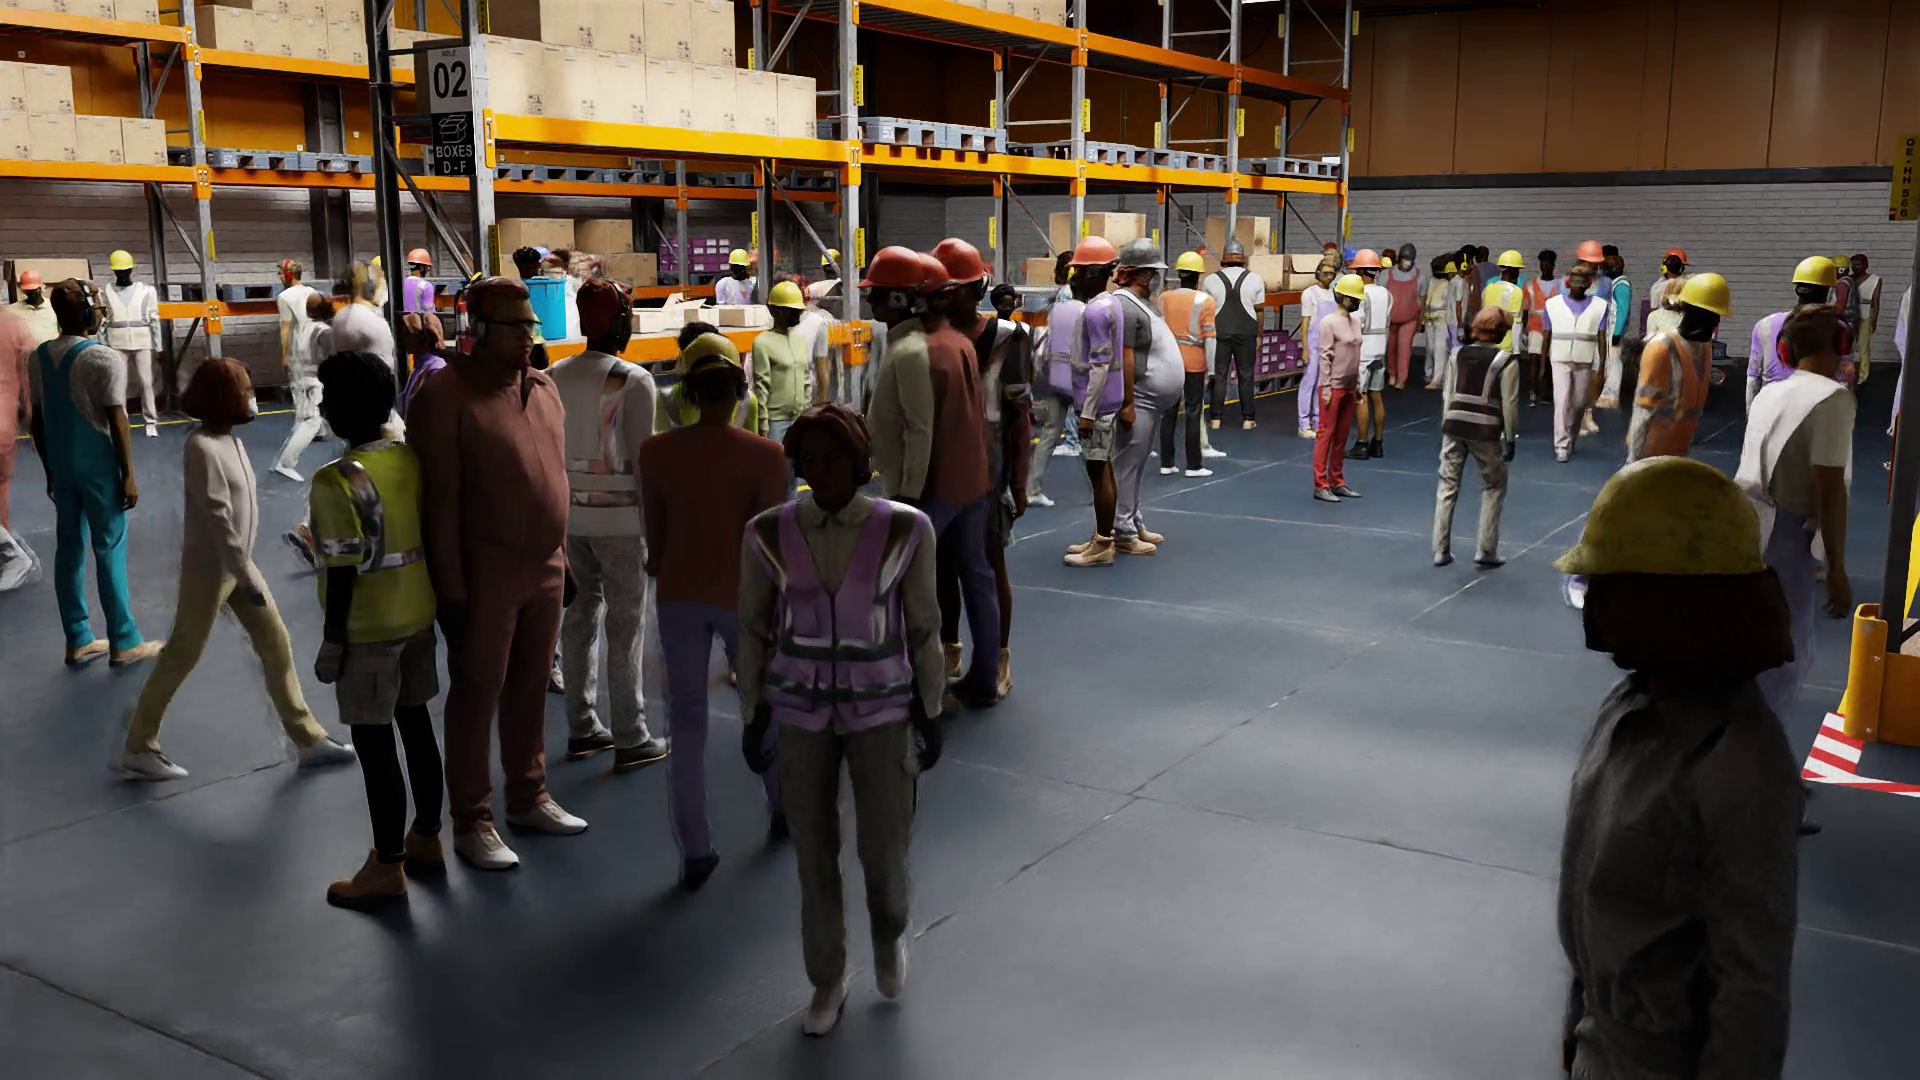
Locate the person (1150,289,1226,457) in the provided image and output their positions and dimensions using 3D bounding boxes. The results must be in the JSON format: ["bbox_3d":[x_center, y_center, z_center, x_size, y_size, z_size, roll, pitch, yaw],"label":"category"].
[{"bbox_3d":[2.039,-1.554,15.472,0.819,1.599,0.510,-1,10,-6],"label":"person"}]

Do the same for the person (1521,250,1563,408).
[{"bbox_3d":[7.164,-2.581,20.336,0.615,1.918,0.976,4,11,21],"label":"person"}]

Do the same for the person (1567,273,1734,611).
[{"bbox_3d":[3.738,-0.498,8.912,0.650,1.863,0.929,-9,13,-40],"label":"person"}]

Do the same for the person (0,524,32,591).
[{"bbox_3d":[-5.708,-0.576,9.327,0.603,1.907,0.889,5,12,28],"label":"person"}]

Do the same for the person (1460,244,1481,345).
[{"bbox_3d":[8.132,-3.744,26.622,0.372,1.958,0.599,7,12,34],"label":"person"}]

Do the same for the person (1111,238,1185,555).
[{"bbox_3d":[1.188,-0.935,10.810,0.538,2.000,0.690,3,11,15],"label":"person"}]

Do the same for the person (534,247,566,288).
[{"bbox_3d":[-4.515,-2.215,18.159,0.406,1.947,0.606,3,11,16],"label":"person"}]

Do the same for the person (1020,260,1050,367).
[{"bbox_3d":[1.127,-3.592,26.468,0.884,1.708,0.576,-8,13,-36],"label":"person"}]

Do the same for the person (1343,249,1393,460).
[{"bbox_3d":[3.733,-1.707,15.373,0.548,1.937,0.379,-8,13,-39],"label":"person"}]

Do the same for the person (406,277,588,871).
[{"bbox_3d":[-1.475,0.100,5.456,0.402,1.904,0.652,5,11,25],"label":"person"}]

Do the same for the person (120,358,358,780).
[{"bbox_3d":[-2.781,0.113,6.242,0.860,1.592,0.495,-1,10,-5],"label":"person"}]

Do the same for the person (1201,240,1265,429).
[{"bbox_3d":[2.933,-2.216,17.909,0.674,2.000,0.535,2,10,10],"label":"person"}]

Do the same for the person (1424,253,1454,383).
[{"bbox_3d":[6.820,-3.126,23.524,0.509,1.839,0.339,2,10,12],"label":"person"}]

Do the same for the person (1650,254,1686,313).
[{"bbox_3d":[8.107,-2.327,19.036,0.510,1.860,0.333,0,10,2],"label":"person"}]

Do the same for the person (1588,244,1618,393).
[{"bbox_3d":[8.340,-2.825,21.490,0.361,1.964,0.617,0,10,1],"label":"person"}]

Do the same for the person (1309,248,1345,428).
[{"bbox_3d":[3.945,-2.135,17.744,0.364,1.939,0.636,-4,11,-20],"label":"person"}]

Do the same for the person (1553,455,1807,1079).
[{"bbox_3d":[0.946,0.749,2.313,0.321,1.741,0.491,0,10,2],"label":"person"}]

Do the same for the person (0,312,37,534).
[{"bbox_3d":[-5.785,-0.650,9.706,0.637,1.867,0.766,8,13,36],"label":"person"}]

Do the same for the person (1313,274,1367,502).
[{"bbox_3d":[2.976,-1.179,12.948,0.326,1.761,0.523,10,14,43],"label":"person"}]

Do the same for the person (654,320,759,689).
[{"bbox_3d":[-1.199,-0.192,7.740,0.543,1.669,0.753,-3,11,-16],"label":"person"}]

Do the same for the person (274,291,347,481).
[{"bbox_3d":[-5.419,-1.296,14.068,0.873,1.606,0.523,-6,12,-30],"label":"person"}]

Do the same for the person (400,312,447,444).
[{"bbox_3d":[-2.921,-0.445,9.235,0.312,1.633,0.519,-5,11,-27],"label":"person"}]

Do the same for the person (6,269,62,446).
[{"bbox_3d":[-9.073,-1.795,16.420,0.574,1.738,0.354,-5,11,-25],"label":"person"}]

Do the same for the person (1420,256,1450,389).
[{"bbox_3d":[6.633,-2.988,22.848,0.775,1.823,0.624,-6,12,-31],"label":"person"}]

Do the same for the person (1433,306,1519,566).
[{"bbox_3d":[3.193,-0.629,10.276,0.435,1.609,0.515,-8,13,-38],"label":"person"}]

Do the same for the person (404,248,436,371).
[{"bbox_3d":[-6.123,-2.328,18.858,0.549,1.927,0.393,5,12,28],"label":"person"}]

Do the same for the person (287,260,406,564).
[{"bbox_3d":[-3.684,-0.758,10.232,0.899,1.911,0.641,-9,14,-41],"label":"person"}]

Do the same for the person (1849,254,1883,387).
[{"bbox_3d":[12.422,-3.031,23.014,0.408,1.829,0.586,-7,12,-33],"label":"person"}]

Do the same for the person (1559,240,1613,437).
[{"bbox_3d":[6.460,-2.067,17.132,0.621,2.020,0.446,-2,10,-10],"label":"person"}]

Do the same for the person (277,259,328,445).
[{"bbox_3d":[-6.528,-1.858,16.504,0.394,1.836,0.560,3,11,14],"label":"person"}]

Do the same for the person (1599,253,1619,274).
[{"bbox_3d":[10.405,-3.703,26.691,0.345,1.847,0.507,9,14,41],"label":"person"}]

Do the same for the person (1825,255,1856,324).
[{"bbox_3d":[11.991,-2.975,22.719,0.403,1.824,0.593,6,12,30],"label":"person"}]

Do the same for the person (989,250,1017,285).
[{"bbox_3d":[0.733,-4.354,30.083,0.626,1.930,0.399,3,11,17],"label":"person"}]
